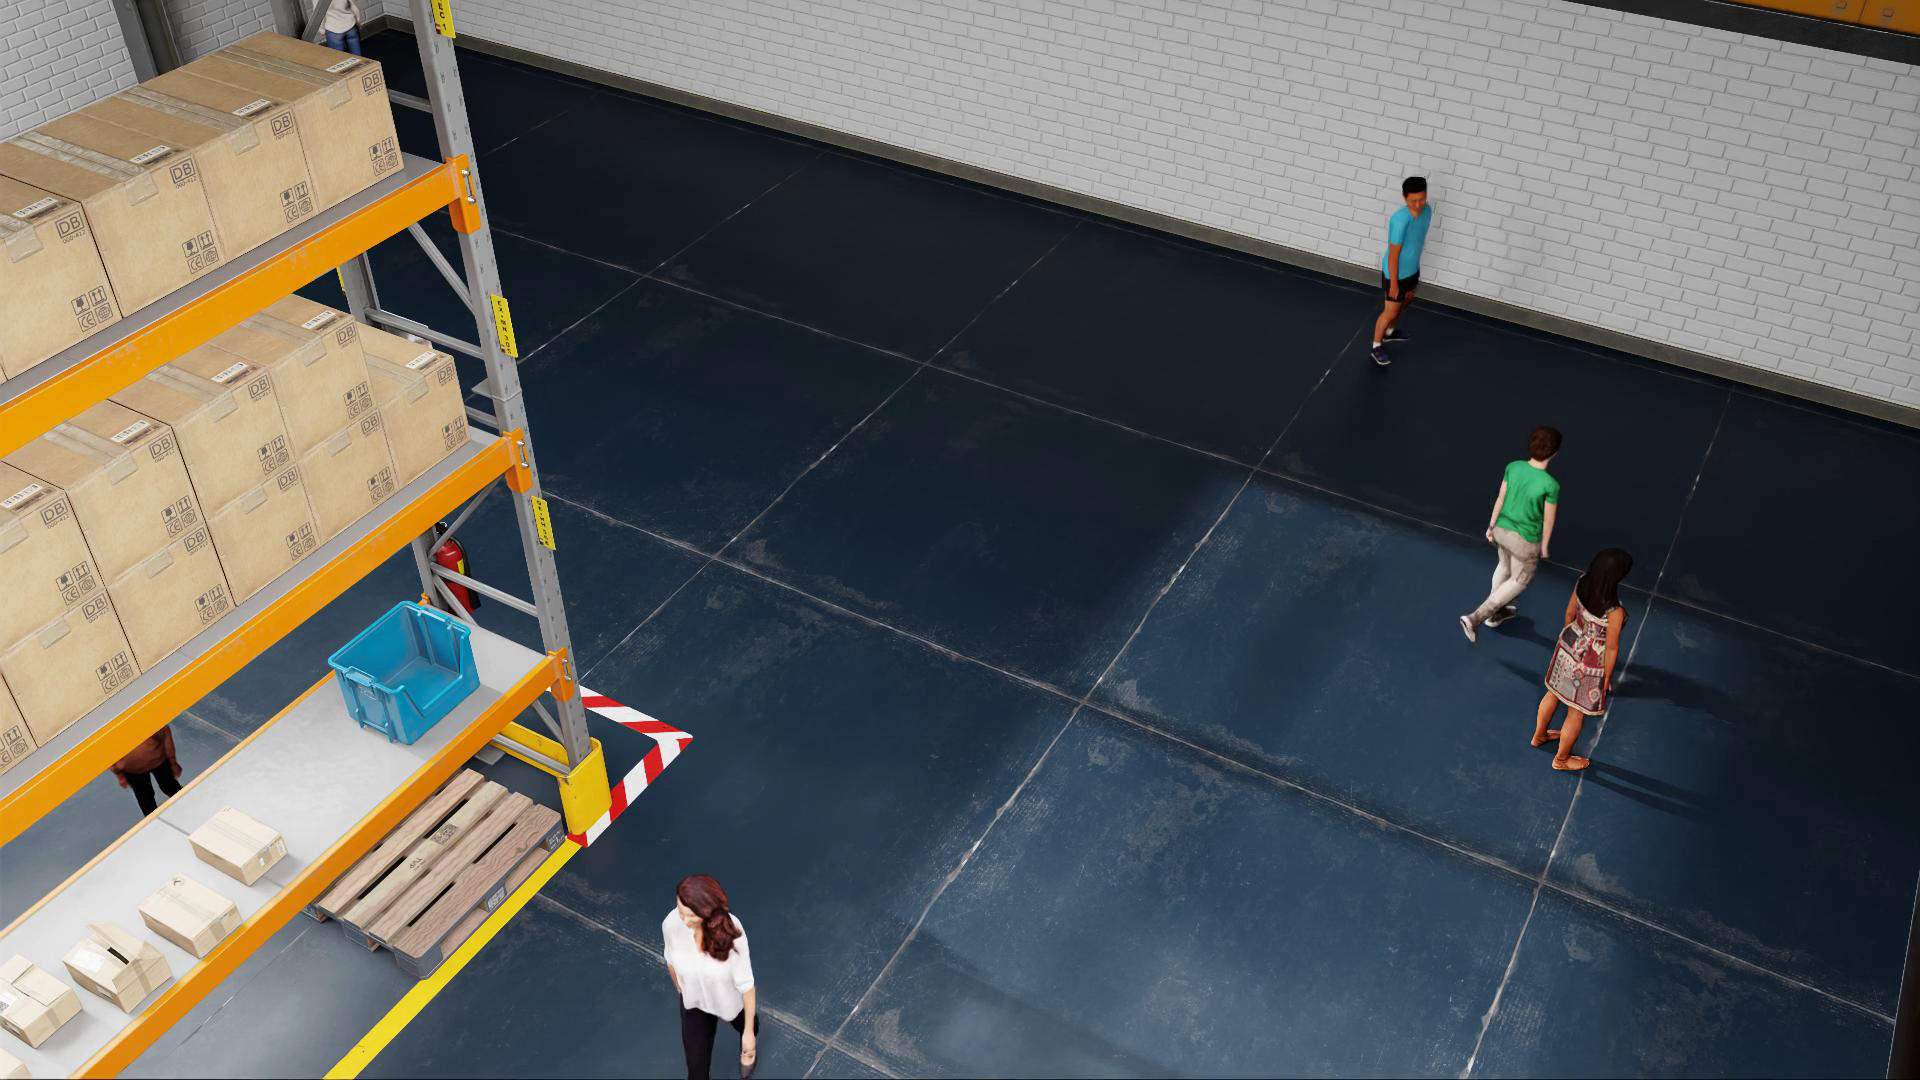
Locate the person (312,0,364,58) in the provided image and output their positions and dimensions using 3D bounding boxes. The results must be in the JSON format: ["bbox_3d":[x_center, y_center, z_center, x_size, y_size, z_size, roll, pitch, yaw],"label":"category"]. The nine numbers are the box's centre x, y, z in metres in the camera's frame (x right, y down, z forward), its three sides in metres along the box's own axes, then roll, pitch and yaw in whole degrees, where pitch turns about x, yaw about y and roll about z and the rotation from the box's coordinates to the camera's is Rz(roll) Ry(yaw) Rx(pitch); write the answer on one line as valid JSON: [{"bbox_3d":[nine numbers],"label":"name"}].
[{"bbox_3d":[-6.582,-5.450,17.697,0.628,1.692,0.756,-24,44,-27],"label":"person"}]

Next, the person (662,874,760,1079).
[{"bbox_3d":[-1.143,2.178,8.110,0.895,1.738,1.195,6,39,7],"label":"person"}]

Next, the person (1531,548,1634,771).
[{"bbox_3d":[3.757,0.704,10.030,0.754,1.645,0.719,-13,40,-16],"label":"person"}]

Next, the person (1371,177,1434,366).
[{"bbox_3d":[3.591,-2.223,13.620,0.933,1.740,0.628,20,43,23],"label":"person"}]

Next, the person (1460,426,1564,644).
[{"bbox_3d":[3.605,0.020,10.900,0.999,1.628,0.817,-23,44,-26],"label":"person"}]
